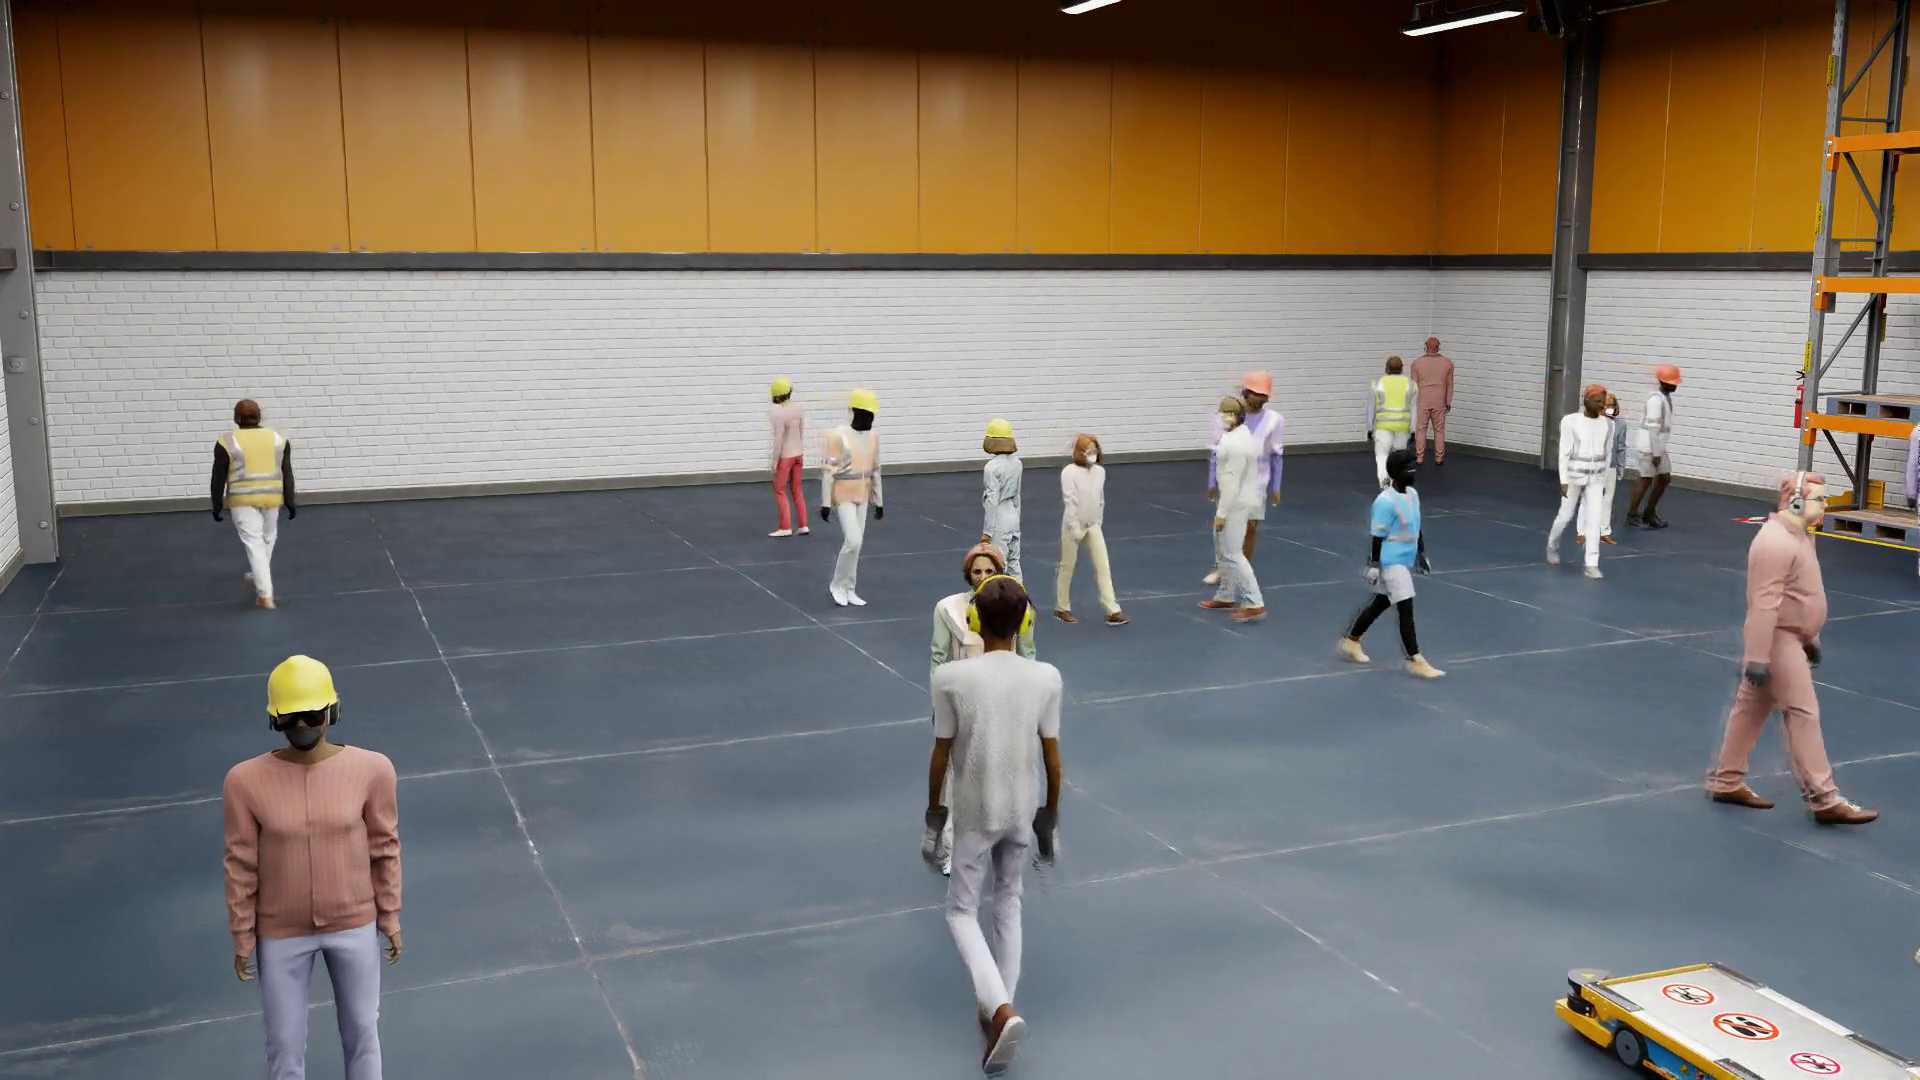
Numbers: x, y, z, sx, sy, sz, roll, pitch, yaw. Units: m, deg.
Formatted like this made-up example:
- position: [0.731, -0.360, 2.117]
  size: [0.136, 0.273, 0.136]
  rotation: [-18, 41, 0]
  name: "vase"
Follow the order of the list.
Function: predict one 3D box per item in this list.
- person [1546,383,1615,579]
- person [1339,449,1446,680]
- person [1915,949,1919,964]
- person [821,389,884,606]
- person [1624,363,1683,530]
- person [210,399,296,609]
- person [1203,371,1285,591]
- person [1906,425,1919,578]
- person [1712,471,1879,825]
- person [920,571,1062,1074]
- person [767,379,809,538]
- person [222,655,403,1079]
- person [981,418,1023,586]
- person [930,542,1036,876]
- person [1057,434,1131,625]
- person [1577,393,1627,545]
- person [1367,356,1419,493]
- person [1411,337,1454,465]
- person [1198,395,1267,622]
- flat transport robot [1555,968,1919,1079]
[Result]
- position: [5.992, -0.597, 16.062]
  size: [0.581, 1.851, 0.930]
  rotation: [-1, 9, -5]
  name: "person"
- position: [3.146, 0.148, 12.112]
  size: [0.860, 1.655, 0.535]
  rotation: [7, 12, 36]
  name: "person"
- position: [4.458, 0.844, 6.728]
  size: [0.796, 2.000, 0.693]
  rotation: [7, 11, 35]
  name: "person"
- position: [-0.897, -0.355, 14.419]
  size: [0.500, 1.899, 0.614]
  rotation: [8, 12, 38]
  name: "person"
- position: [7.737, -1.034, 18.545]
  size: [0.601, 1.889, 0.558]
  rotation: [8, 12, 41]
  name: "person"
- position: [-6.233, -0.333, 14.587]
  size: [0.658, 1.795, 0.931]
  rotation: [-9, 13, -42]
  name: "person"
- position: [2.605, -0.530, 15.161]
  size: [0.677, 2.016, 0.547]
  rotation: [1, 9, 8]
  name: "person"
- position: [8.955, -0.436, 15.106]
  size: [0.637, 1.845, 1.057]
  rotation: [4, 10, 22]
  name: "person"
- position: [4.519, 0.574, 8.859]
  size: [0.905, 1.868, 0.679]
  rotation: [5, 11, 30]
  name: "person"
- position: [0.132, 1.042, 6.108]
  size: [0.528, 1.850, 0.629]
  rotation: [-3, 10, -16]
  name: "person"
- position: [-1.870, -0.870, 18.154]
  size: [0.325, 1.758, 0.551]
  rotation: [5, 11, 27]
  name: "person"
- position: [-2.025, 1.225, 5.251]
  size: [0.525, 1.769, 0.315]
  rotation: [-4, 10, -23]
  name: "person"
- position: [0.316, -0.107, 13.386]
  size: [0.309, 1.743, 0.494]
  rotation: [6, 11, 31]
  name: "person"
- position: [0.114, 0.820, 8.087]
  size: [0.522, 1.638, 0.311]
  rotation: [-1, 9, -6]
  name: "person"
- position: [1.071, -0.064, 13.604]
  size: [0.491, 1.592, 0.801]
  rotation: [-6, 11, -34]
  name: "person"
- position: [6.817, -0.753, 17.670]
  size: [0.497, 1.626, 0.287]
  rotation: [-1, 9, -4]
  name: "person"
- position: [5.524, -1.436, 21.237]
  size: [0.635, 1.821, 0.702]
  rotation: [1, 9, 8]
  name: "person"
- position: [6.983, -2.056, 24.694]
  size: [0.641, 1.913, 0.408]
  rotation: [0, 9, 3]
  name: "person"
- position: [2.320, -0.278, 13.975]
  size: [0.524, 1.899, 0.695]
  rotation: [1, 9, 9]
  name: "person"
- position: [2.867, 1.858, 5.931]
  size: [0.652, 0.197, 1.431]
  rotation: [-3, 10, -19]
  name: "flat transport robot"
